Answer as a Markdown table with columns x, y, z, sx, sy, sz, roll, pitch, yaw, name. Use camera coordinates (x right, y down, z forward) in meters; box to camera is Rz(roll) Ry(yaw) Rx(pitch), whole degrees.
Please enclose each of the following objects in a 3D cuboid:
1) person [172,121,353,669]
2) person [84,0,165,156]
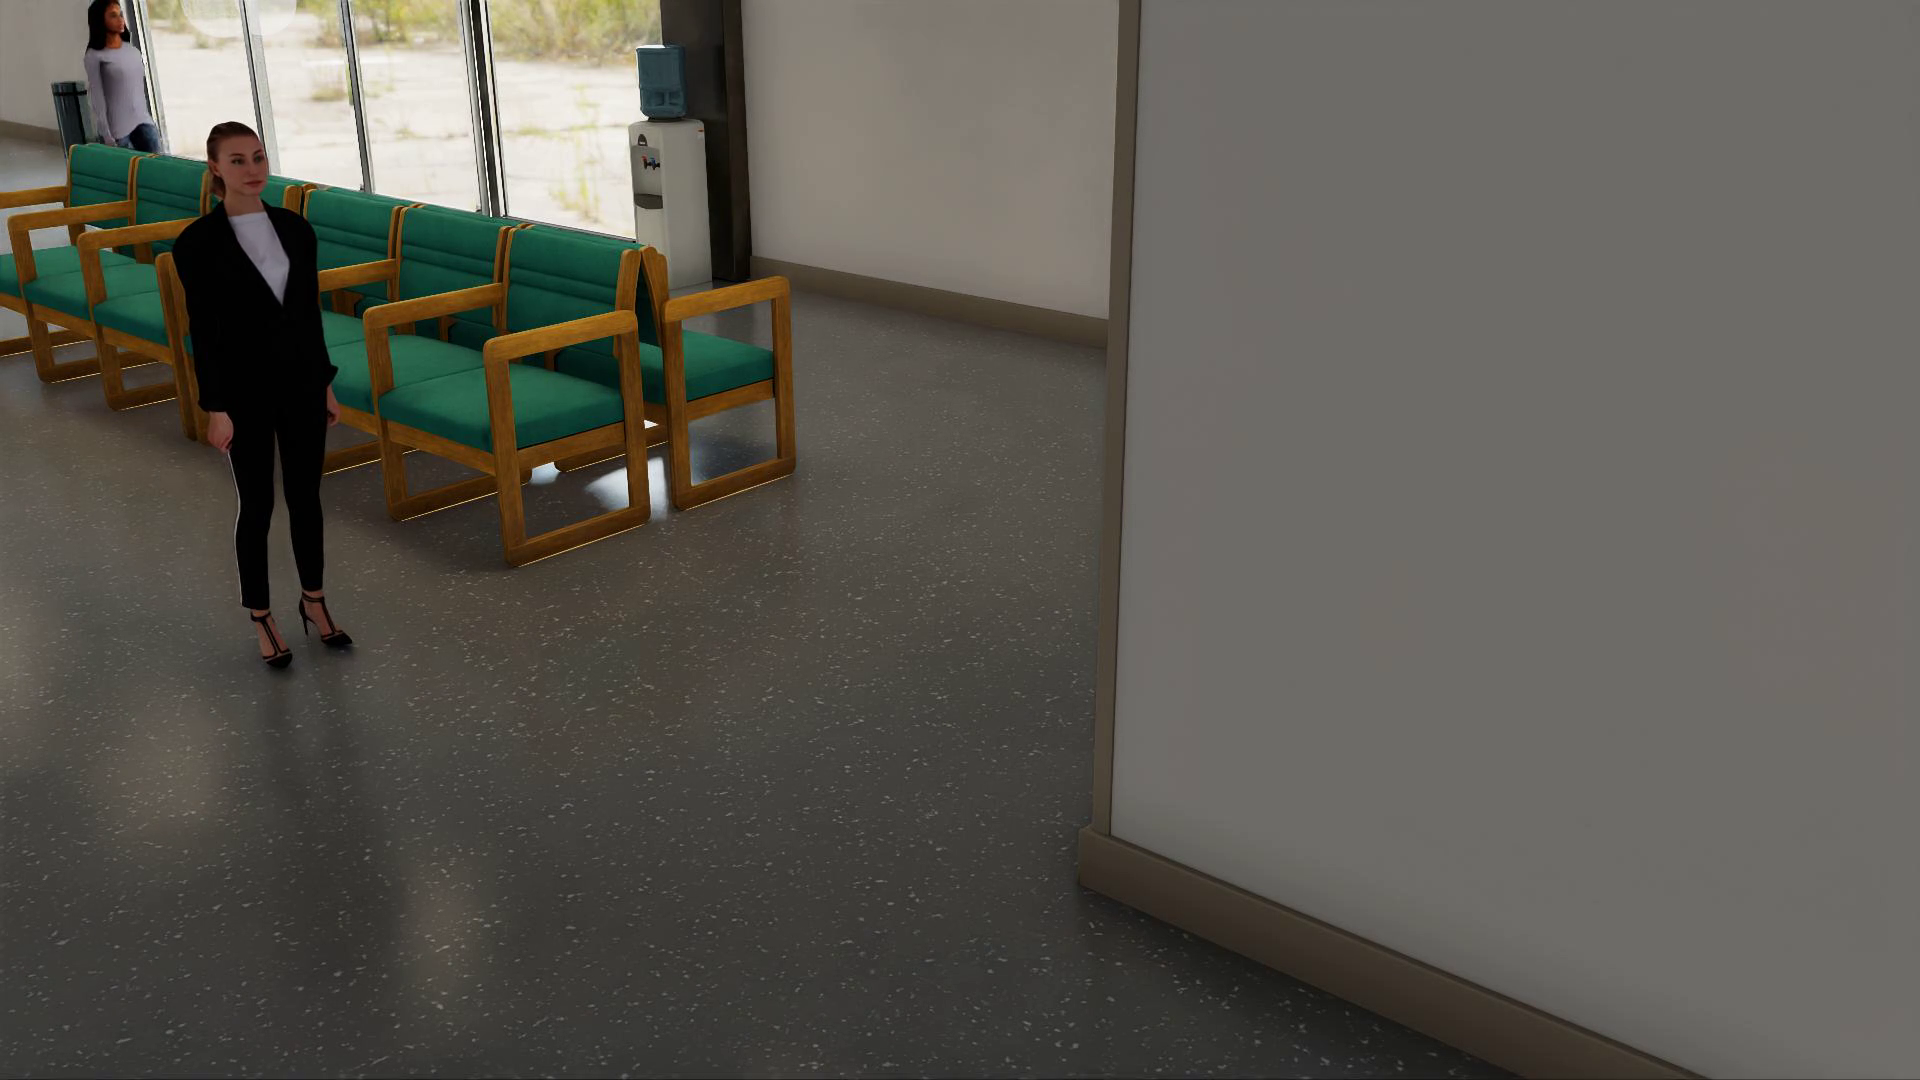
| x | y | z | sx | sy | sz | roll | pitch | yaw | name |
| --- | --- | --- | --- | --- | --- | --- | --- | --- | --- |
| -2.152 | -0.438 | 5.194 | 0.672 | 1.705 | 0.448 | 16 | 26 | 36 | person |
| -5.808 | -2.792 | 11.445 | 0.852 | 1.679 | 1.139 | 11 | 23 | 26 | person |
